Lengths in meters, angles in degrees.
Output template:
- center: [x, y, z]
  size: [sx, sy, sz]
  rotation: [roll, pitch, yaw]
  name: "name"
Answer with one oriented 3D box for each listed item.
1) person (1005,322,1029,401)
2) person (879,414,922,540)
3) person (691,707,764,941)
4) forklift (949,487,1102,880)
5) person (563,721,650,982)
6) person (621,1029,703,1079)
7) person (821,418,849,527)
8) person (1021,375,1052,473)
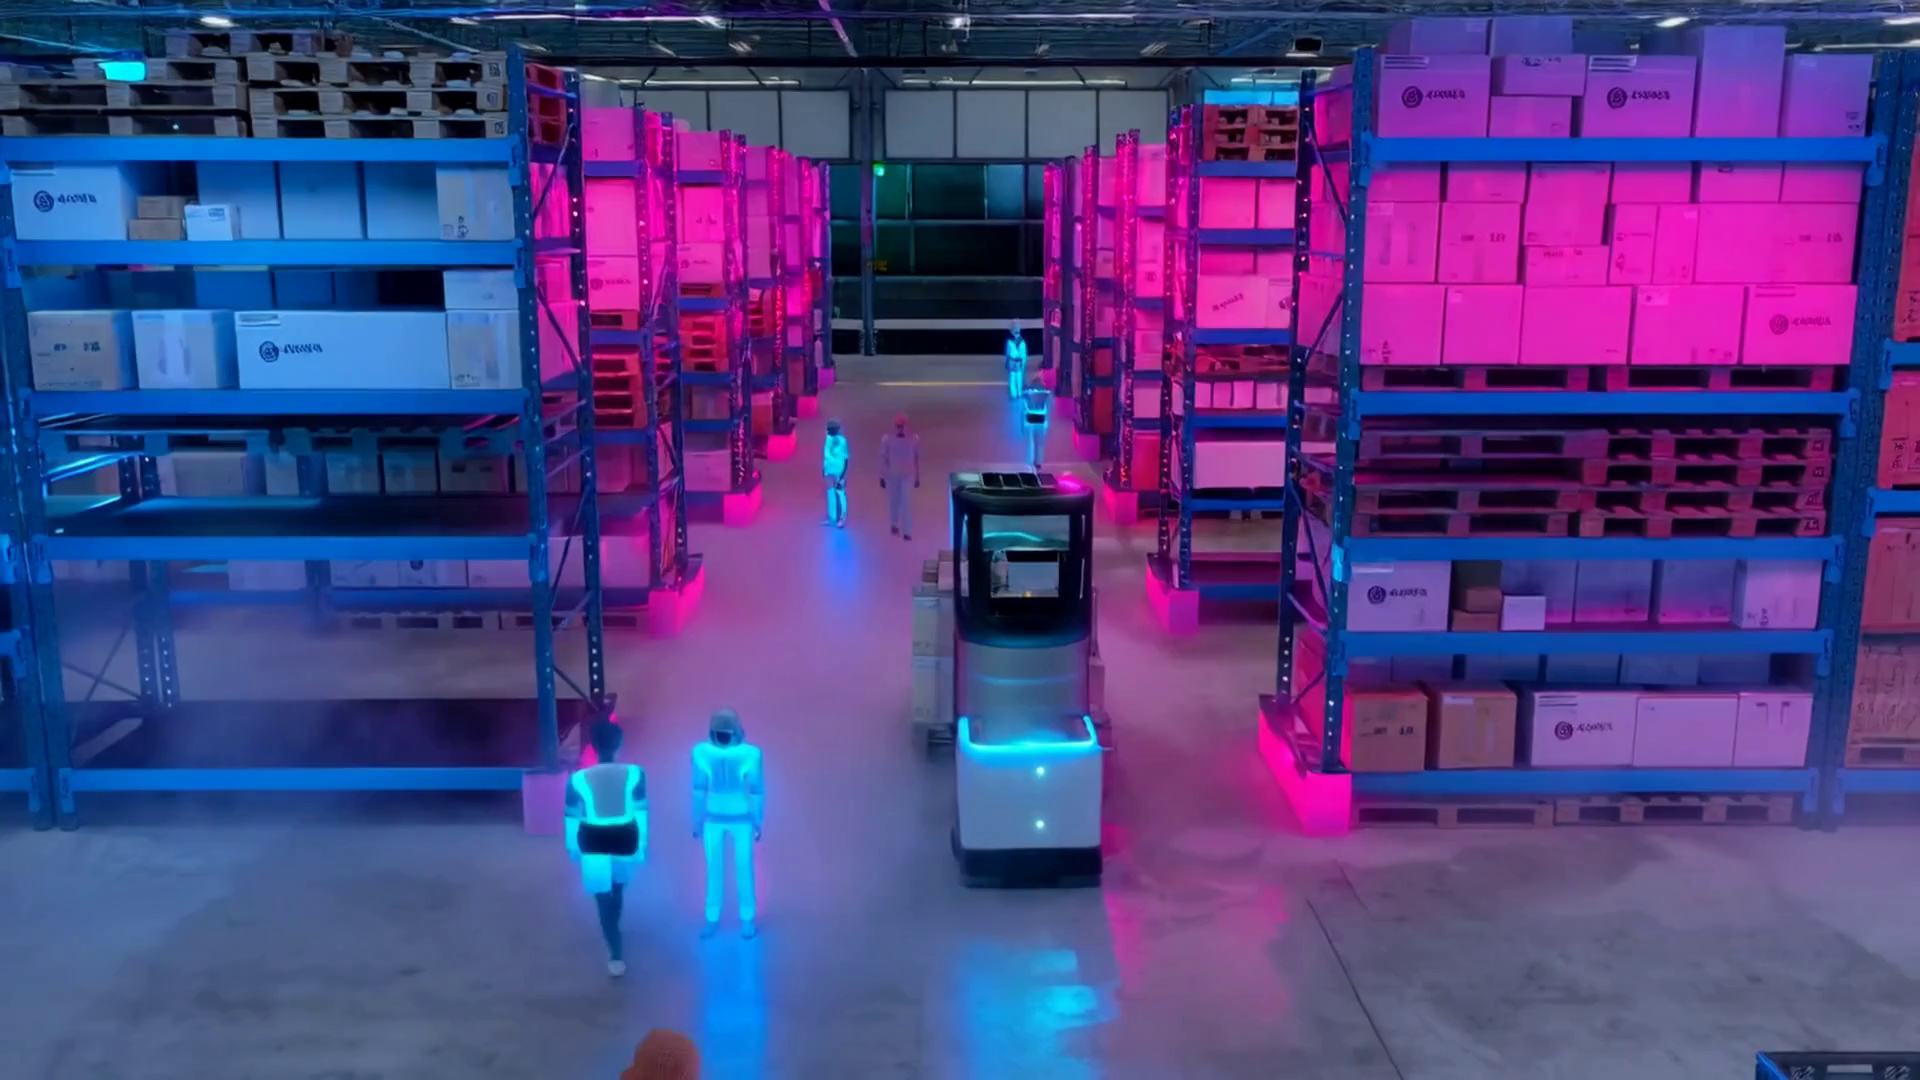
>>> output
- center: [1.449, -4.524, 42.325]
  size: [0.617, 1.993, 1.030]
  rotation: [0, 11, -1]
  name: "person"
- center: [-0.894, -0.959, 24.994]
  size: [0.651, 1.873, 0.805]
  rotation: [0, 11, 0]
  name: "person"
- center: [-1.576, 1.917, 11.294]
  size: [0.500, 1.636, 0.280]
  rotation: [1, 11, 3]
  name: "person"
- center: [0.495, 0.986, 12.813]
  size: [1.129, 2.768, 1.873]
  rotation: [0, 11, -2]
  name: "forklift"
- center: [-2.301, 1.999, 10.865]
  size: [0.543, 1.645, 0.855]
  rotation: [-5, 12, -24]
  name: "person"
- center: [-0.981, 2.771, 6.457]
  size: [0.991, 1.894, 0.560]
  rotation: [-1, 11, -4]
  name: "person"
- center: [-1.951, -1.054, 25.858]
  size: [0.541, 1.700, 0.315]
  rotation: [10, 15, 40]
  name: "person"
- center: [1.429, -2.177, 31.157]
  size: [0.571, 1.818, 0.827]
  rotation: [0, 11, 1]
  name: "person"
